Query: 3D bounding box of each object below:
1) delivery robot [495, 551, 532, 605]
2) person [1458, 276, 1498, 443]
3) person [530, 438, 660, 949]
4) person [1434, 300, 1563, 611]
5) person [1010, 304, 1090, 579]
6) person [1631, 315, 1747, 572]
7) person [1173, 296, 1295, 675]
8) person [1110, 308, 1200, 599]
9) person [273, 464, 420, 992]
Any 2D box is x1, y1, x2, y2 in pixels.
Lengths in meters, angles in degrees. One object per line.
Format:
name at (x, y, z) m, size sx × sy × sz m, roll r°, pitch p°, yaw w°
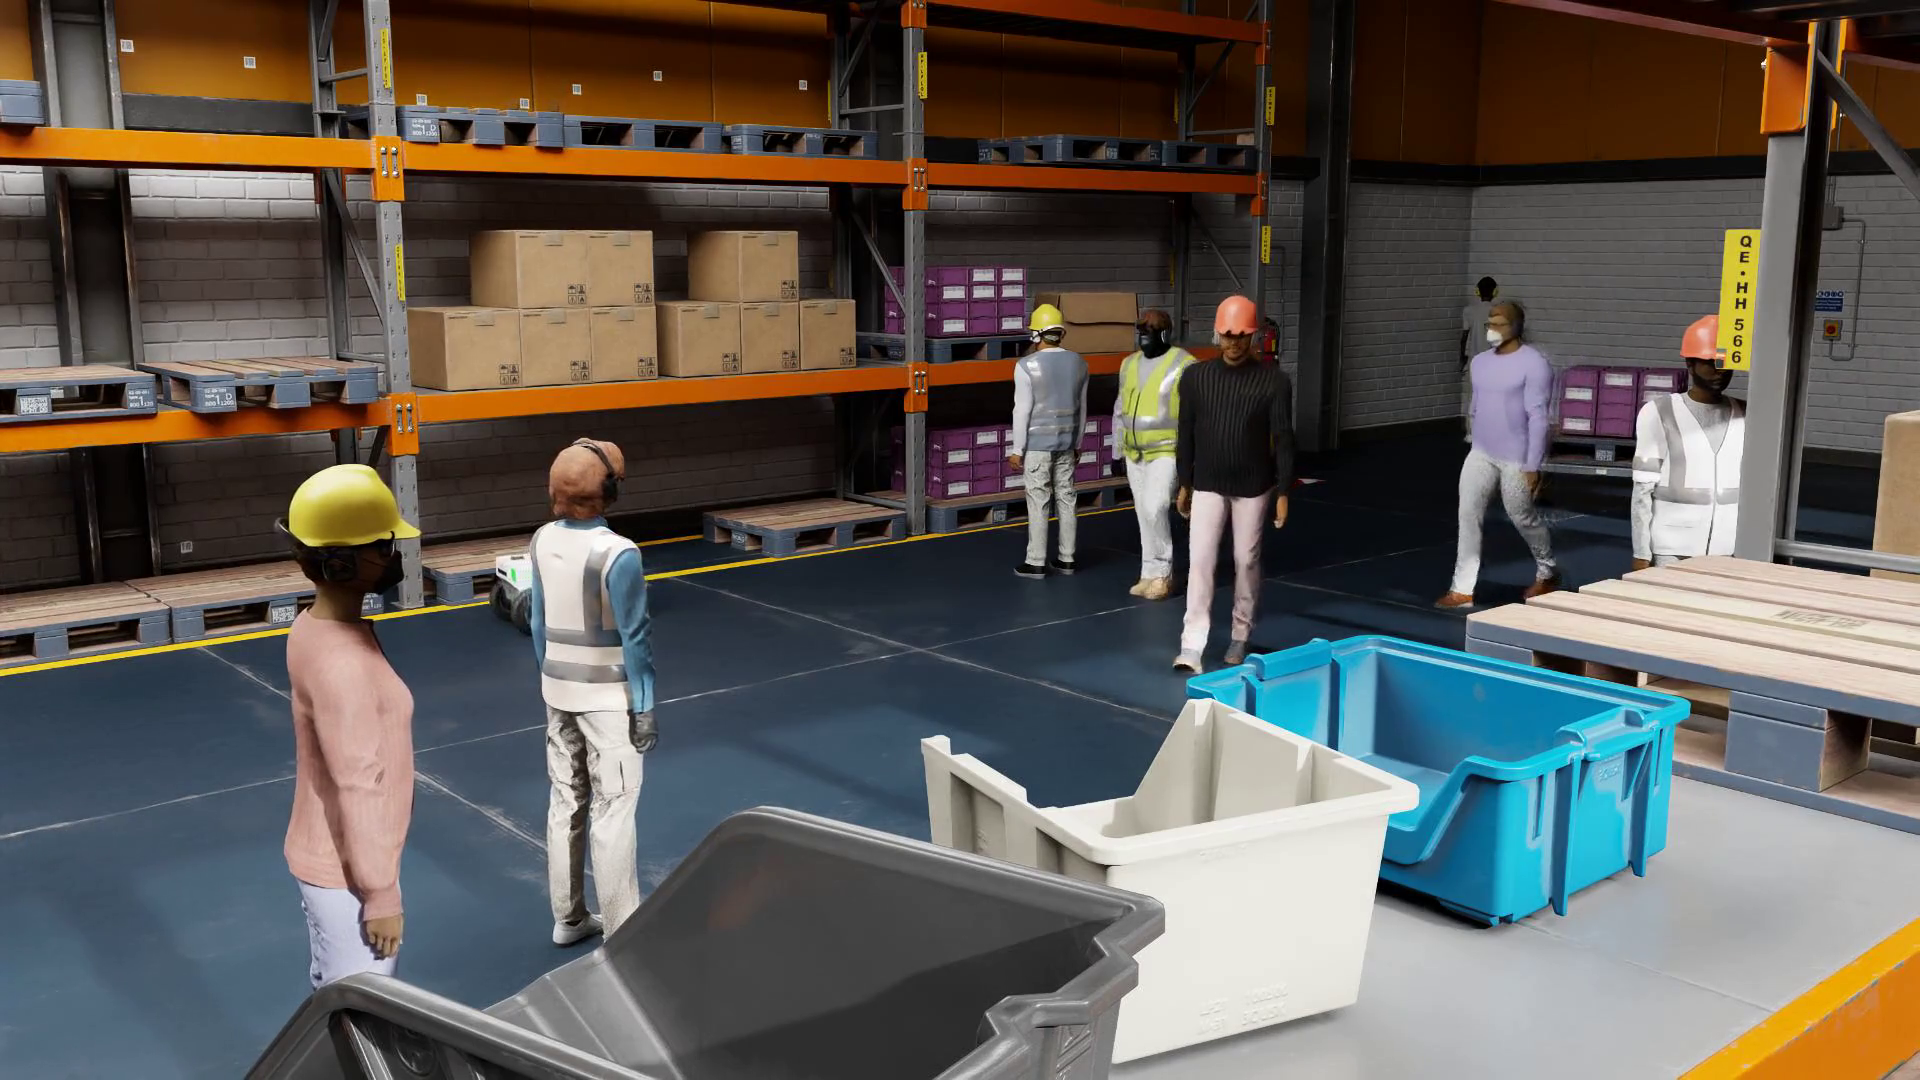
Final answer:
delivery robot at (-2.338, 0.183, 9.763) m, size 0.707 × 0.478 × 0.477 m, roll -6°, pitch 12°, yaw -31°
person at (5.867, -2.011, 18.650) m, size 0.535 × 1.864 × 0.309 m, roll 4°, pitch 11°, yaw 19°
person at (-1.131, 0.504, 5.172) m, size 0.523 × 1.645 × 0.306 m, roll 8°, pitch 13°, yaw 39°
person at (3.384, -0.525, 10.236) m, size 0.976 × 1.901 × 0.639 m, roll -6°, pitch 12°, yaw -30°
person at (0.581, -0.655, 11.142) m, size 0.586 × 1.833 × 0.403 m, roll -7°, pitch 12°, yaw -33°
person at (3.118, 0.020, 7.062) m, size 0.542 × 1.939 × 0.362 m, roll -1°, pitch 10°, yaw -6°
person at (1.395, -0.268, 8.601) m, size 0.647 × 1.957 × 0.835 m, roll 4°, pitch 11°, yaw 20°
person at (1.190, -0.532, 10.454) m, size 0.521 × 1.830 × 0.653 m, roll -9°, pitch 14°, yaw -41°
person at (-1.313, 0.713, 3.662) m, size 0.315 × 1.770 × 0.524 m, roll -5°, pitch 11°, yaw -27°
